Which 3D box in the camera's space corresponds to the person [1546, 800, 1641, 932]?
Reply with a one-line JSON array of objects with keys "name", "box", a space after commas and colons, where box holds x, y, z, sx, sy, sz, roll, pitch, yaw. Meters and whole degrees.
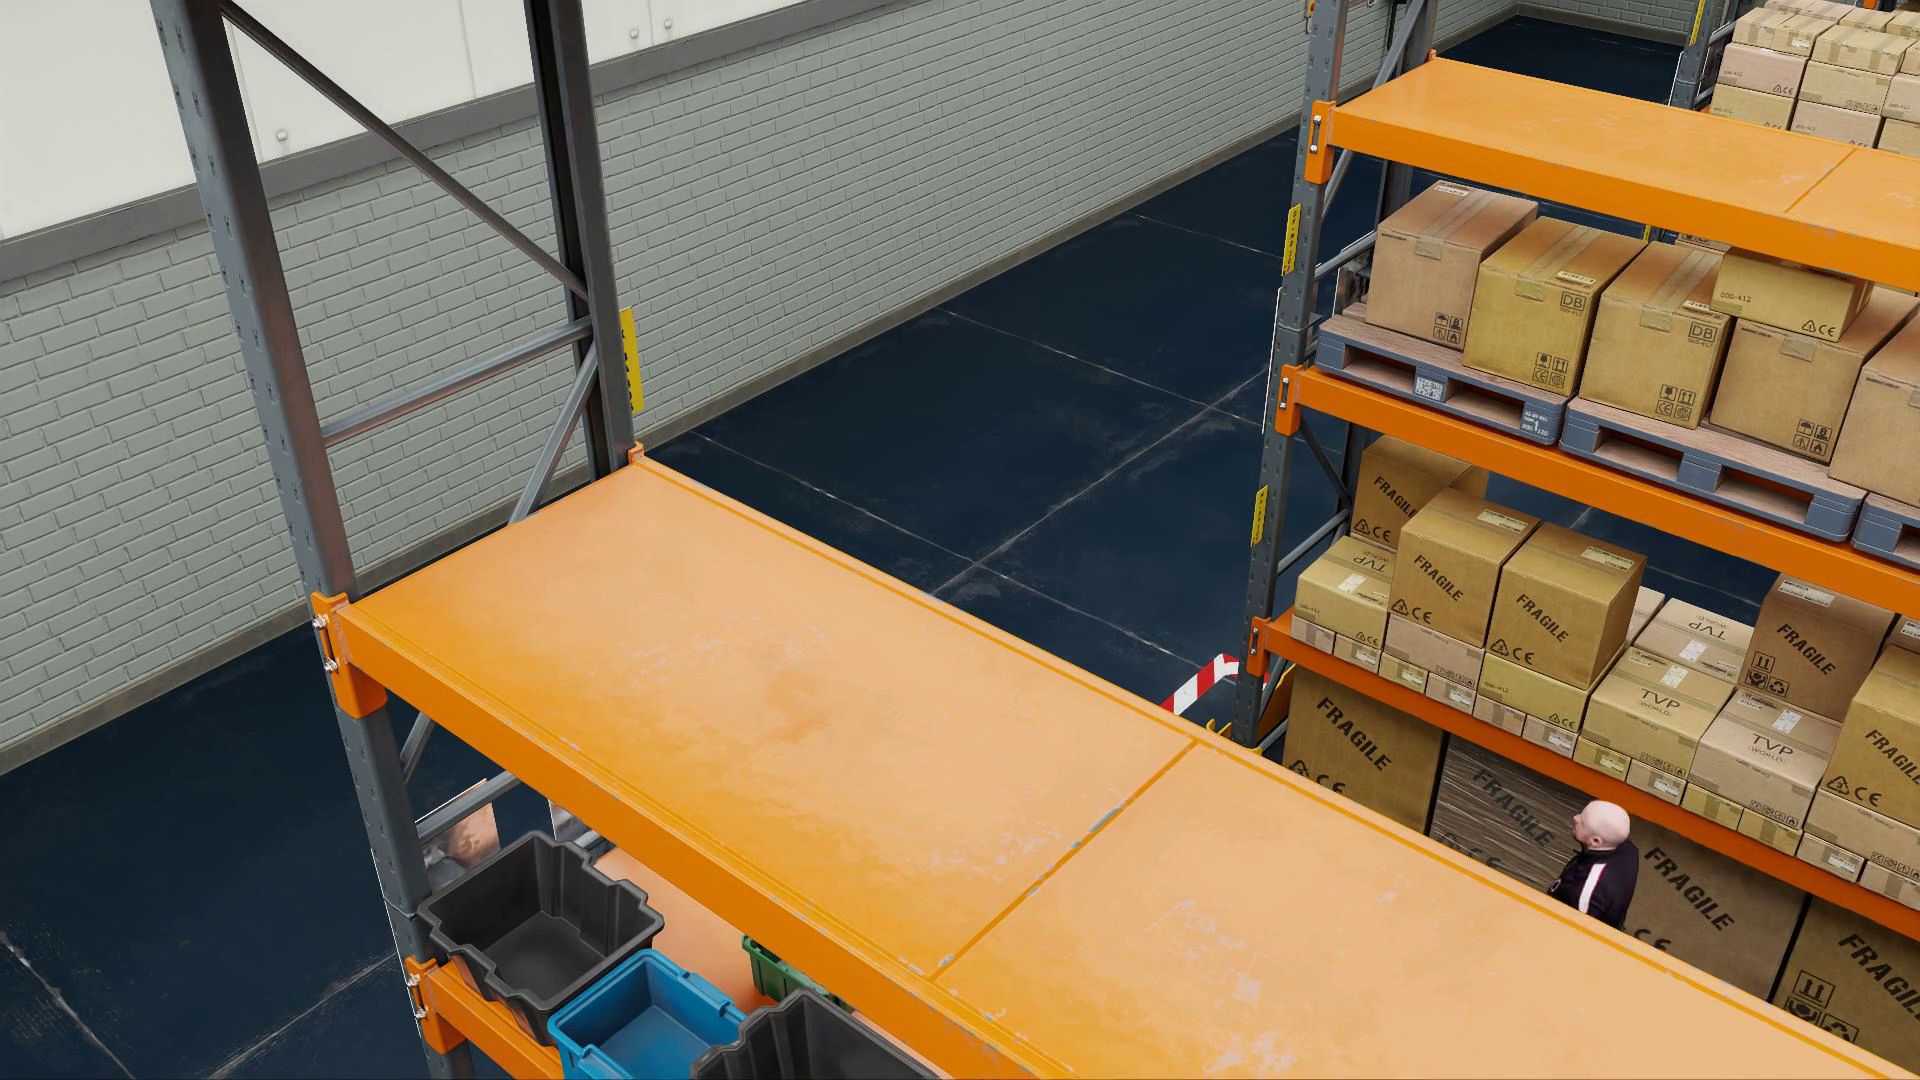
[{"name": "person", "box": [2.807, 1.900, 7.329, 1.203, 1.803, 0.695, 27, 42, 35]}]
